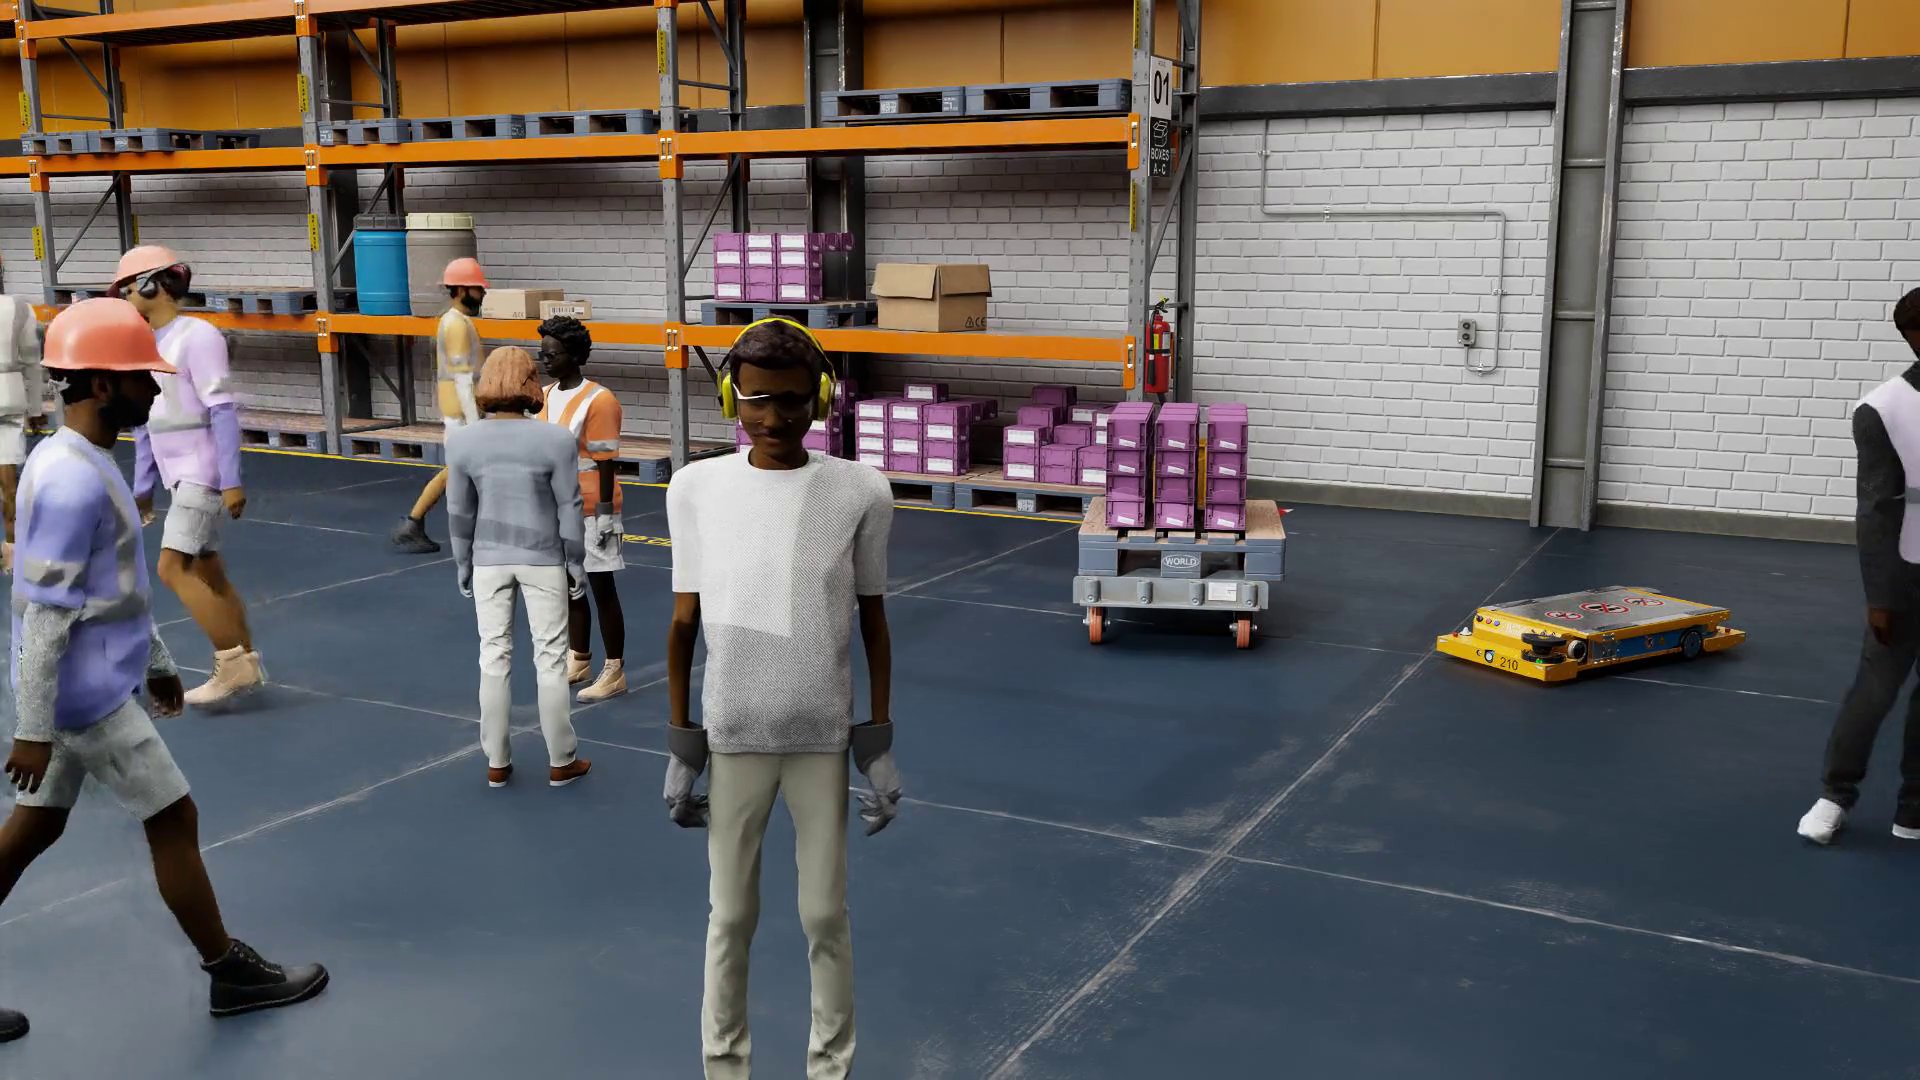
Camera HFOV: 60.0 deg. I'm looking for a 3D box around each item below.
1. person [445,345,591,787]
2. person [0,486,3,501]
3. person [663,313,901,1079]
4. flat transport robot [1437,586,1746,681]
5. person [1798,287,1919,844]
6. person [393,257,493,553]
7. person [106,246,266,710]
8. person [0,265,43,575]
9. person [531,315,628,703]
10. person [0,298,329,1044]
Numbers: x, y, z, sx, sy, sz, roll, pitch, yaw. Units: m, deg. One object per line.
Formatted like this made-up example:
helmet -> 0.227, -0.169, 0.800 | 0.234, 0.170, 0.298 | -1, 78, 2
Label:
person -> -1.617, 0.105, 6.114 | 0.498, 1.632, 0.286 | 0, 10, 1
person -> -7.500, -1.213, 12.754 | 0.373, 1.843, 0.570 | -8, 13, -36
person -> -0.386, 0.452, 3.586 | 0.512, 1.865, 0.329 | -1, 10, -4
flat transport robot -> 3.069, 0.432, 8.056 | 1.431, 0.197, 0.652 | -6, 12, -30
person -> 3.148, 0.106, 5.471 | 0.698, 1.876, 0.368 | -4, 11, -19
person -> -3.208, -0.861, 10.691 | 0.946, 1.901, 0.557 | -2, 11, -12
person -> -3.297, -0.255, 7.144 | 0.481, 1.982, 0.722 | -9, 14, -41
person -> -5.820, -0.790, 9.937 | 0.431, 2.028, 0.654 | 10, 14, 42
person -> -1.676, -0.135, 7.281 | 0.530, 1.689, 0.321 | 8, 13, 36
person -> -2.220, 0.345, 4.147 | 1.008, 1.884, 0.567 | -6, 12, -30
